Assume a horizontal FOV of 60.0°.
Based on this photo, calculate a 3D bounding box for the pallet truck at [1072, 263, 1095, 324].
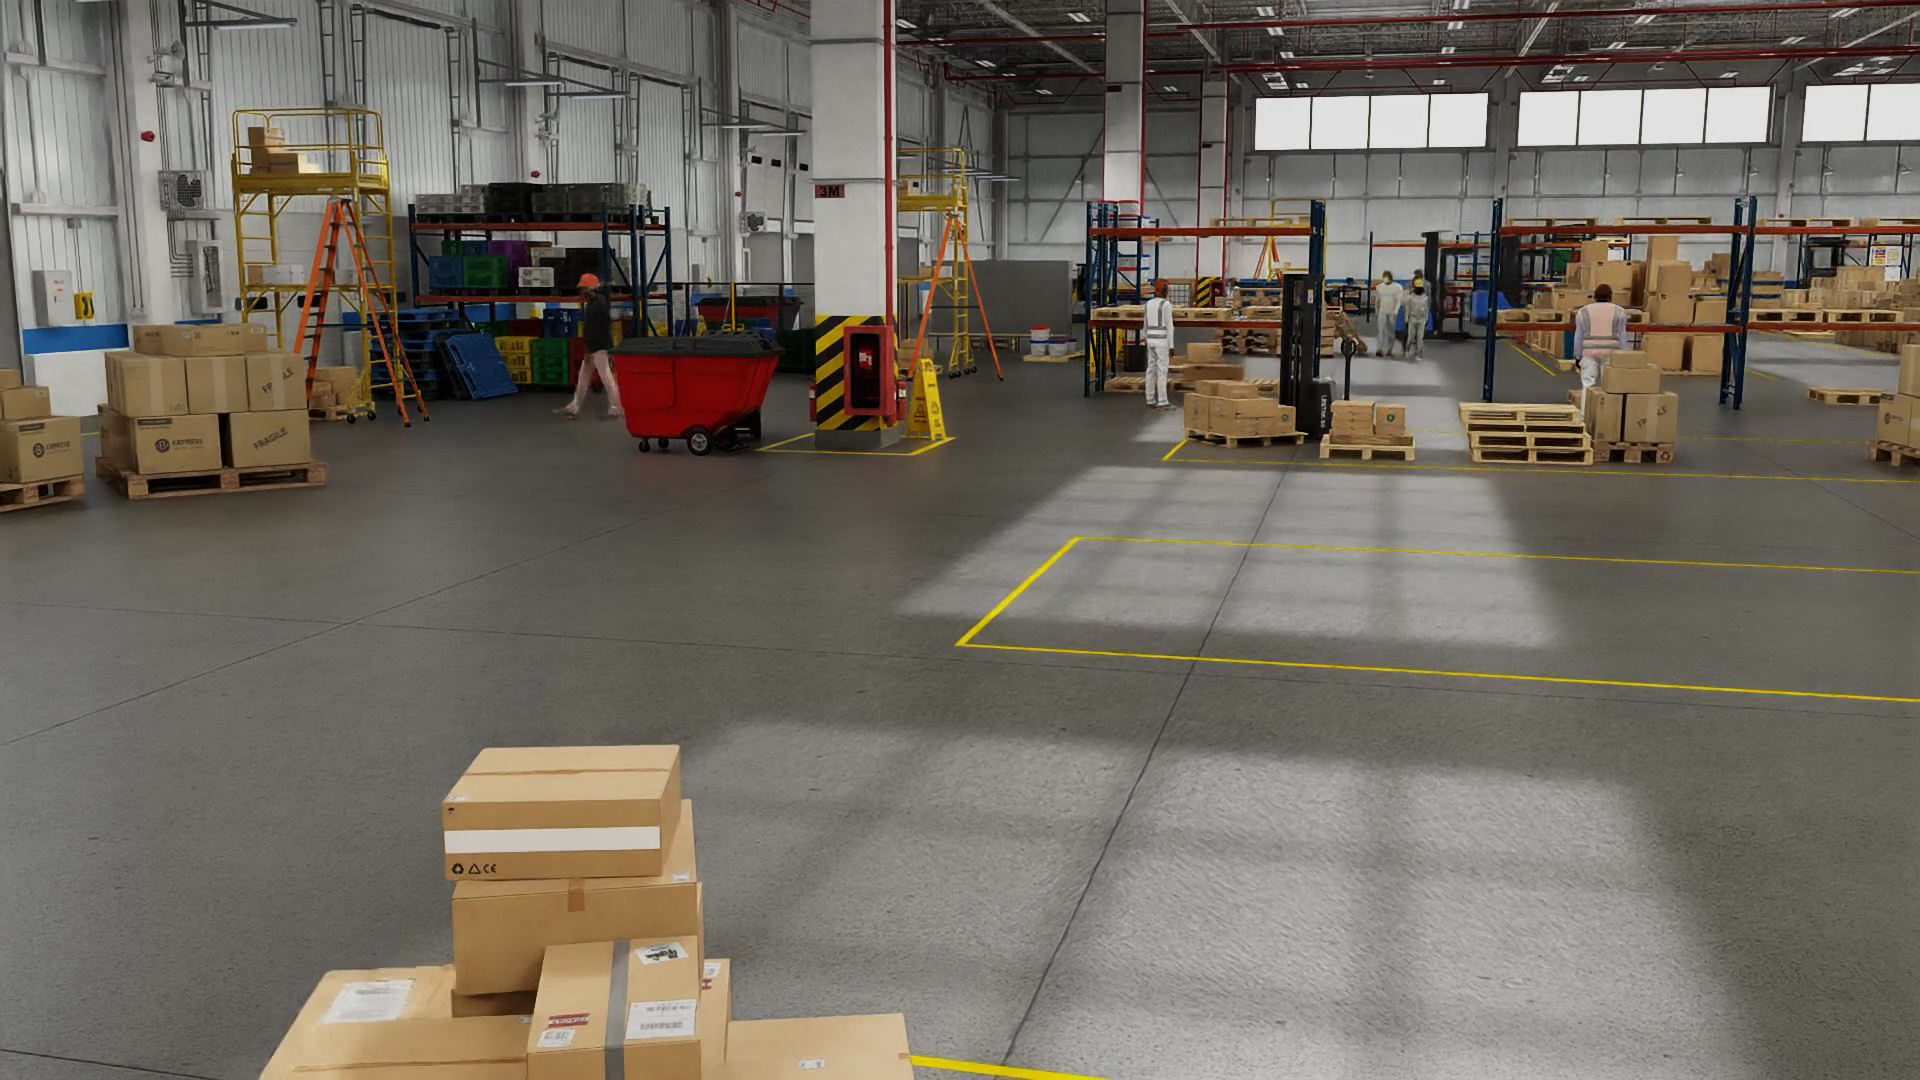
[{"bbox_3d":[4.325,-8.180,55.162,0.823,1.965,1.885,6,11,31],"label":"pallet truck"}]

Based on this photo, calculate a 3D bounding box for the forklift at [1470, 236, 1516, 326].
[{"bbox_3d":[17.136,-8.126,52.249,1.873,2.768,1.129,1,10,7],"label":"forklift"}]

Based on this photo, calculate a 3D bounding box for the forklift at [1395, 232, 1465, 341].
[{"bbox_3d":[12.151,-6.571,43.094,1.873,2.768,1.129,2,10,14],"label":"forklift"}]

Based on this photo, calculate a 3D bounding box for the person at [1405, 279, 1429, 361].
[{"bbox_3d":[9.683,-4.662,35.253,0.485,1.731,0.408,0,10,0],"label":"person"}]

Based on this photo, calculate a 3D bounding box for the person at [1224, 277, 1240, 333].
[{"bbox_3d":[7.496,-6.408,45.785,0.513,1.641,0.307,7,12,36],"label":"person"}]

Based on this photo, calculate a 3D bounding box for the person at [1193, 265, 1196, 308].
[{"bbox_3d":[8.293,-8.713,58.545,0.845,1.902,0.574,-1,10,-4],"label":"person"}]

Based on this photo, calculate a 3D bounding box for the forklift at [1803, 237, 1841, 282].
[{"bbox_3d":[27.602,-8.316,53.367,1.129,2.768,1.873,2,10,14],"label":"forklift"}]

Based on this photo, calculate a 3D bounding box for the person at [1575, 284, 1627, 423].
[{"bbox_3d":[8.207,-2.357,21.339,0.627,1.844,0.429,4,10,20],"label":"person"}]

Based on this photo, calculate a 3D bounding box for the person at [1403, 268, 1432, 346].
[{"bbox_3d":[11.199,-5.709,40.885,0.647,1.896,0.991,-1,10,-8],"label":"person"}]

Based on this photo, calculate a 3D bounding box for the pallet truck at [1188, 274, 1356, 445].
[{"bbox_3d":[3.653,-2.138,19.590,1.885,1.965,0.823,-4,10,-20],"label":"pallet truck"}]

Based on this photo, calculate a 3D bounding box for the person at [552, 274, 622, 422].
[{"bbox_3d":[-4.943,-2.519,21.938,0.963,1.952,0.644,-4,10,-22],"label":"person"}]

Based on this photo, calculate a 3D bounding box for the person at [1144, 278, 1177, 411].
[{"bbox_3d":[2.840,-2.767,23.625,0.355,1.885,0.575,-6,12,-33],"label":"person"}]

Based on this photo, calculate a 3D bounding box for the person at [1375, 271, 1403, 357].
[{"bbox_3d":[9.323,-4.933,36.365,0.617,1.877,1.010,5,11,28],"label":"person"}]

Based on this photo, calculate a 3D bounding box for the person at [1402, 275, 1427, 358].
[{"bbox_3d":[9.925,-4.882,36.340,0.511,1.807,0.975,-1,10,-4],"label":"person"}]
